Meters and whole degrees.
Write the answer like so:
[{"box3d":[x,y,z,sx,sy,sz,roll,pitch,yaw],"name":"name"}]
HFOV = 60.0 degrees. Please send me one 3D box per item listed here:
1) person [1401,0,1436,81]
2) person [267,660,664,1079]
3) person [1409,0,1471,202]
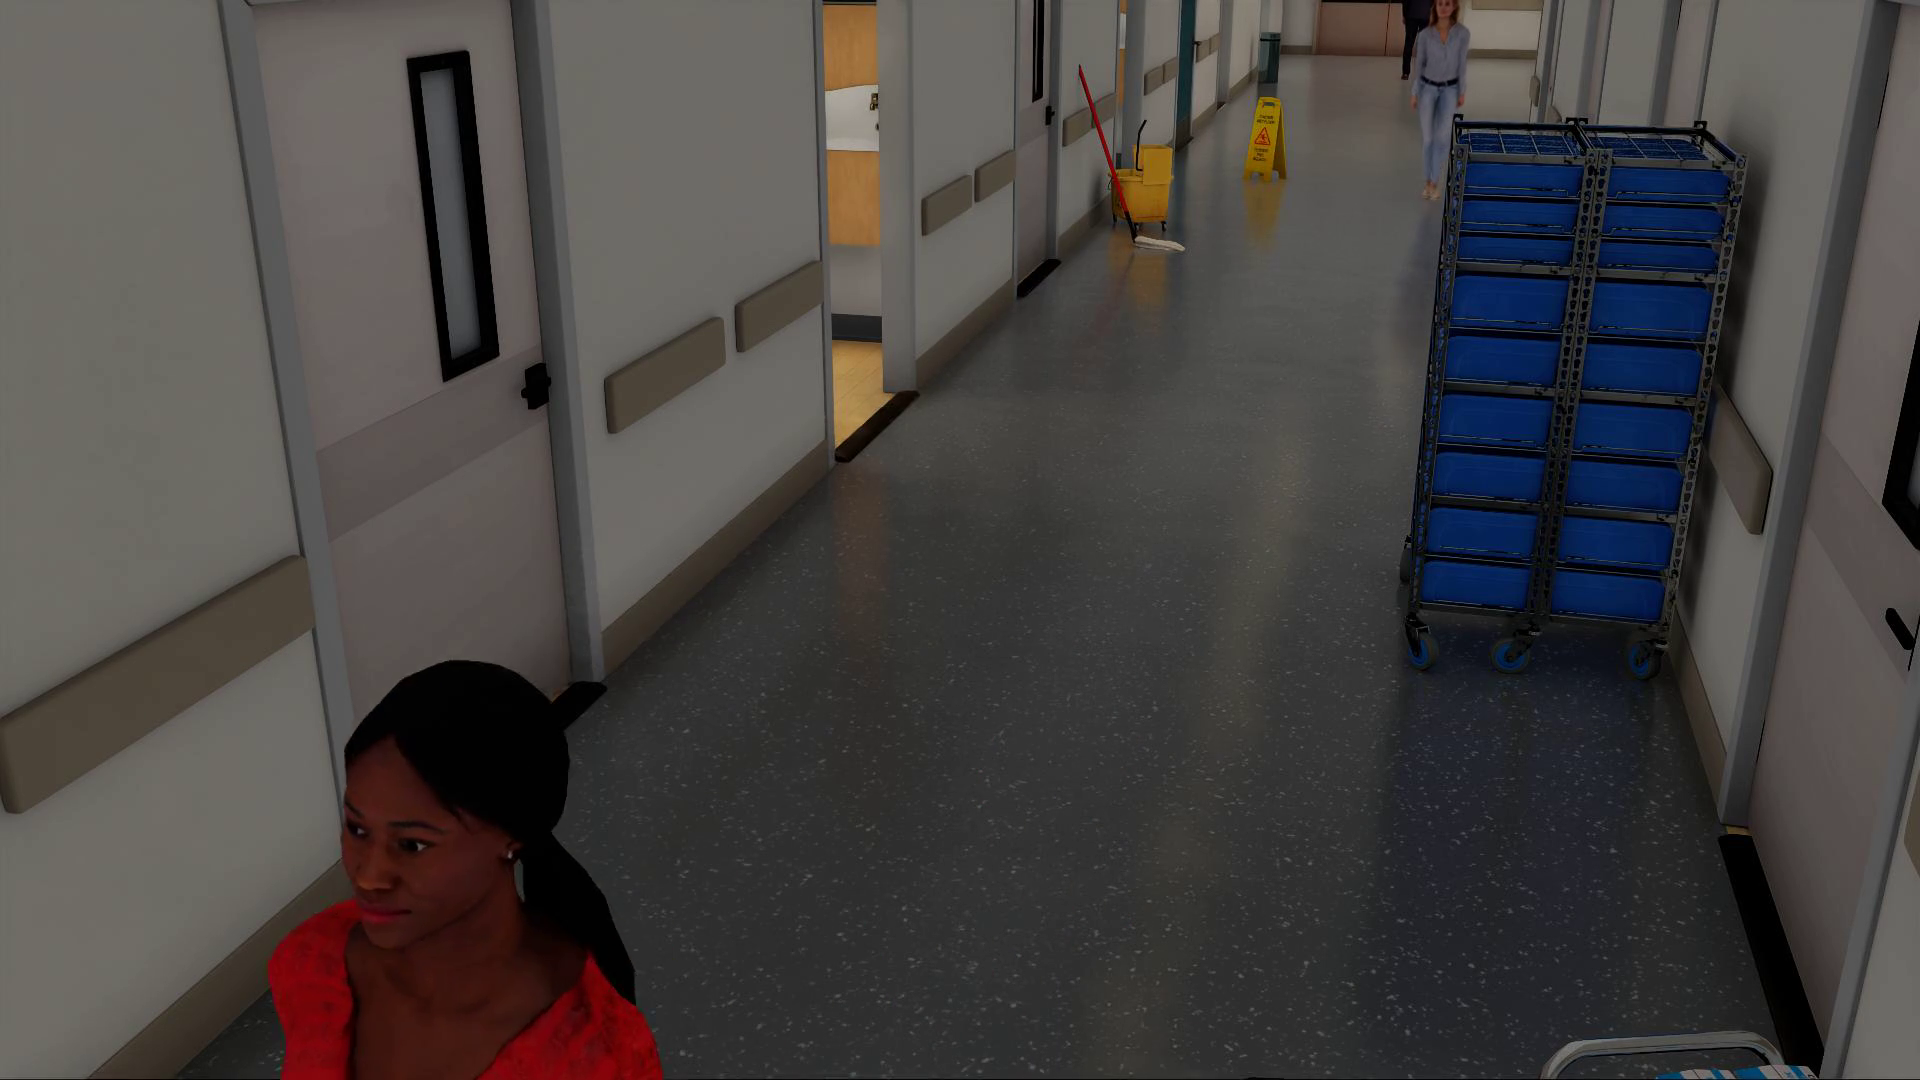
[{"box3d":[6.919,-7.869,25.018,0.711,1.822,0.631,8,22,20],"name":"person"},{"box3d":[-0.452,0.934,1.864,0.789,1.759,1.066,11,24,28],"name":"person"},{"box3d":[4.178,-3.873,14.531,0.624,1.779,0.792,7,22,17],"name":"person"}]
